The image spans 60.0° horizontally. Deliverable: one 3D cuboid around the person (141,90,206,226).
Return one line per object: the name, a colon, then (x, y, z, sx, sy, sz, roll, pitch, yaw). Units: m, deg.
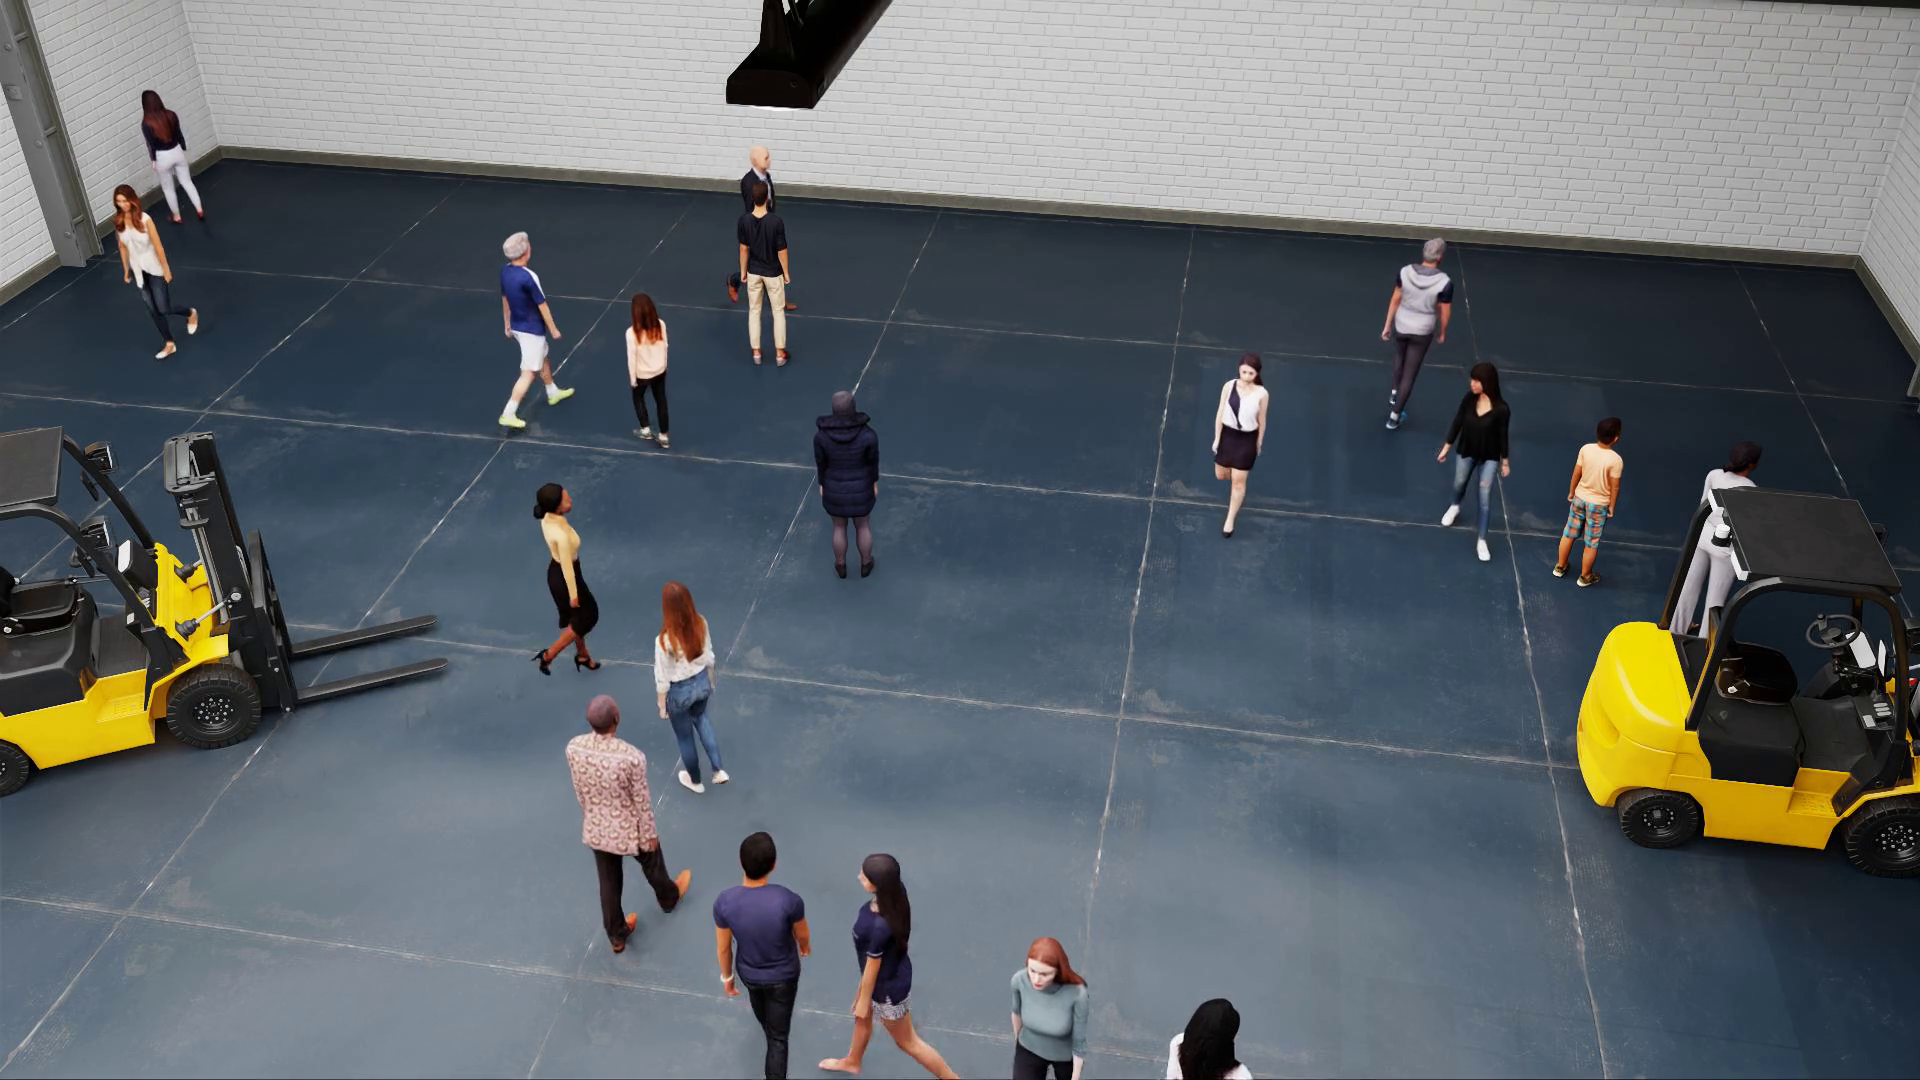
person: (-9.057, -4.380, 19.090, 0.852, 1.604, 0.812, 23, 40, 31)

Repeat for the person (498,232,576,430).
person: (-3.989, -1.871, 15.138, 1.058, 1.800, 1.259, 27, 42, 35)

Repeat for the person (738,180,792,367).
person: (-1.894, -2.591, 16.175, 0.630, 1.852, 0.541, 5, 34, 7)

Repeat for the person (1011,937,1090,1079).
person: (0.493, 2.594, 8.510, 0.659, 1.702, 1.190, 10, 35, 14)

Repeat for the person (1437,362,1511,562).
person: (4.215, -0.736, 13.602, 0.955, 1.610, 1.056, 20, 39, 28)

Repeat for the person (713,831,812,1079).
person: (-1.027, 2.374, 8.814, 0.673, 1.731, 1.154, 2, 34, 4)

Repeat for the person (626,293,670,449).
person: (-2.744, -1.484, 14.852, 0.740, 1.473, 0.804, -25, 41, -32)

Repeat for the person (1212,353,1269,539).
person: (2.306, -0.825, 13.713, 0.656, 1.636, 0.888, 11, 35, 16)

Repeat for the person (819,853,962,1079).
person: (-0.305, 2.373, 8.816, 0.619, 1.731, 1.027, 6, 34, 8)

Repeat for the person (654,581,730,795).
person: (-1.727, 1.015, 10.865, 0.777, 1.723, 0.830, -28, 42, -35)

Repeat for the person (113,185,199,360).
person: (-7.938, -2.687, 16.394, 0.613, 1.768, 0.853, 7, 34, 11)

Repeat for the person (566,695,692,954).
person: (-2.034, 1.718, 9.747, 0.772, 1.790, 0.933, 9, 35, 14)

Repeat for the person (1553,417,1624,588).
person: (4.976, -0.315, 13.103, 0.605, 1.461, 0.631, 28, 43, 35)

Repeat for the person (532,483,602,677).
person: (-2.895, 0.335, 11.962, 0.861, 1.642, 0.816, -17, 37, -24)

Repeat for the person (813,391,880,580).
person: (-0.880, -0.432, 13.087, 0.713, 1.673, 0.697, 0, 34, 0)

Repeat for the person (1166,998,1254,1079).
person: (1.129, 2.905, 8.070, 0.980, 1.670, 1.174, 27, 42, 34)

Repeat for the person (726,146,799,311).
person: (-2.111, -3.191, 17.136, 0.888, 1.786, 0.995, 12, 36, 18)

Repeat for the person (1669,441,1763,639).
person: (5.631, 0.038, 12.323, 0.777, 1.736, 0.681, -15, 37, -22)

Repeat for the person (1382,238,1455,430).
person: (4.080, -1.836, 15.086, 0.950, 1.800, 1.063, 22, 39, 29)
